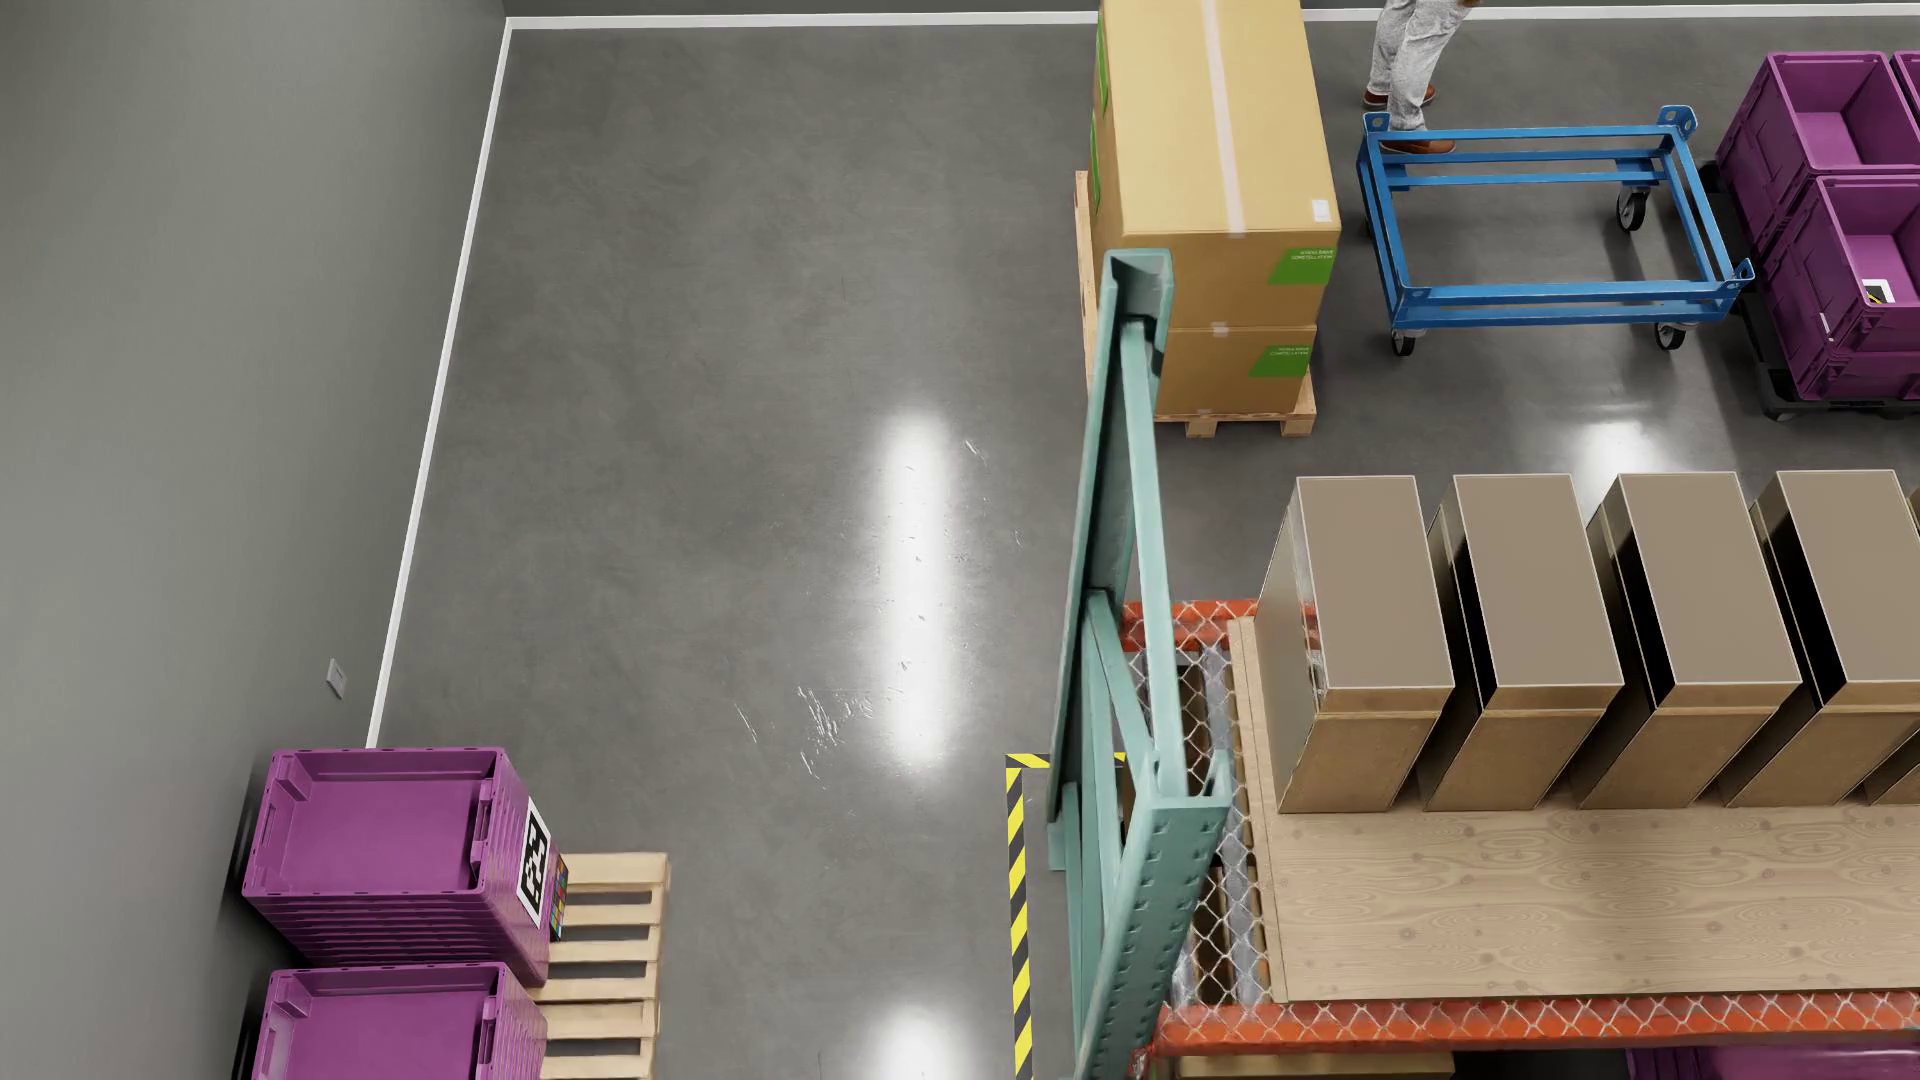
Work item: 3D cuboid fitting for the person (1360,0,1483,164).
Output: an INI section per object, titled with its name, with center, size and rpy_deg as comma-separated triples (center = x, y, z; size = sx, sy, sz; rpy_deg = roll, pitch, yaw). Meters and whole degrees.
[person]
center = 1.822, -2.249, 6.082
size = 0.377, 1.940, 0.628
rpy_deg = -1, 58, -1
